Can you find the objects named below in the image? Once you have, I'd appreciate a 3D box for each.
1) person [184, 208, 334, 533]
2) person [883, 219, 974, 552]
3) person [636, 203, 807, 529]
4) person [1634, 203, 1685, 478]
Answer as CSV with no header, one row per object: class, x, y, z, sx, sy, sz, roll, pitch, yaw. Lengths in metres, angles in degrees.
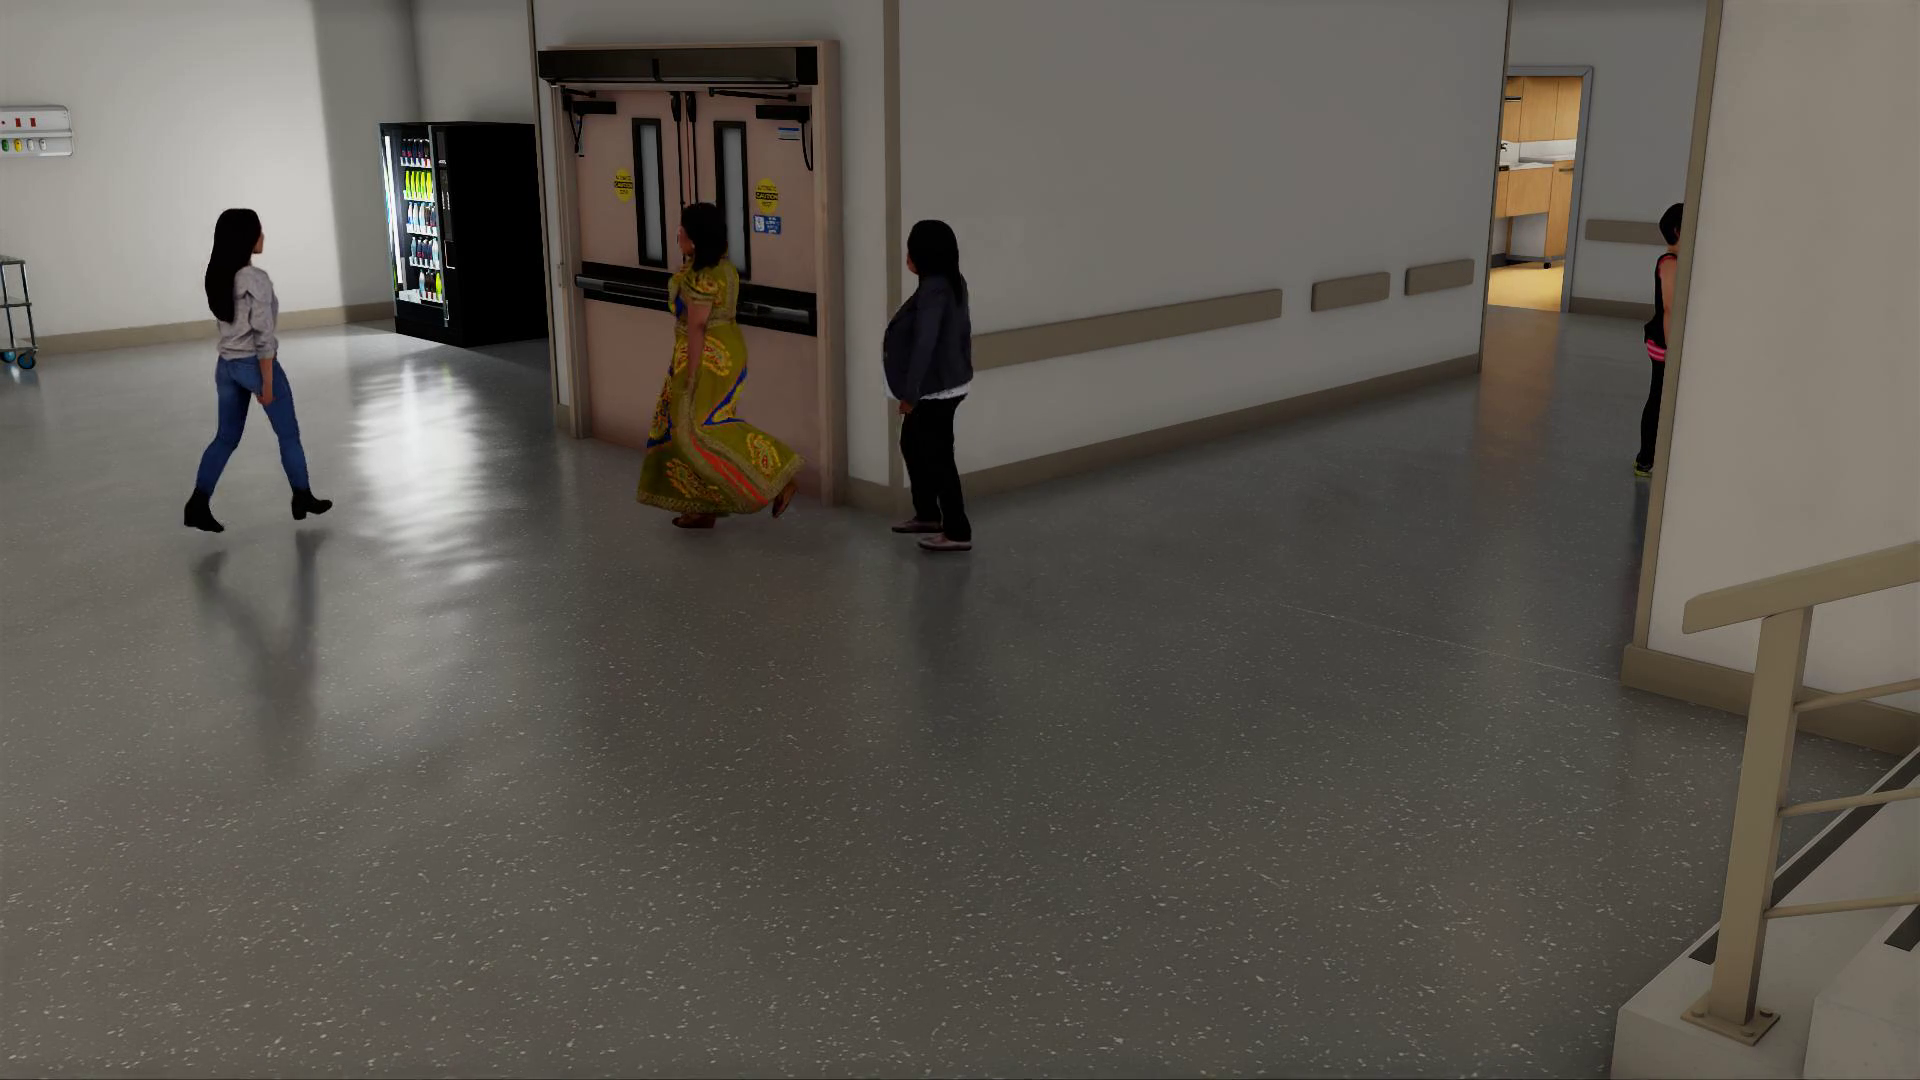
person,-3.591,-0.797,8.216,1.054,1.598,0.884,8,18,26
person,-0.044,-0.720,7.973,0.869,1.582,0.826,1,16,4
person,-1.157,-0.823,8.223,1.265,1.642,1.173,1,16,5
person,4.060,-1.147,9.541,0.610,1.553,0.607,7,17,22
